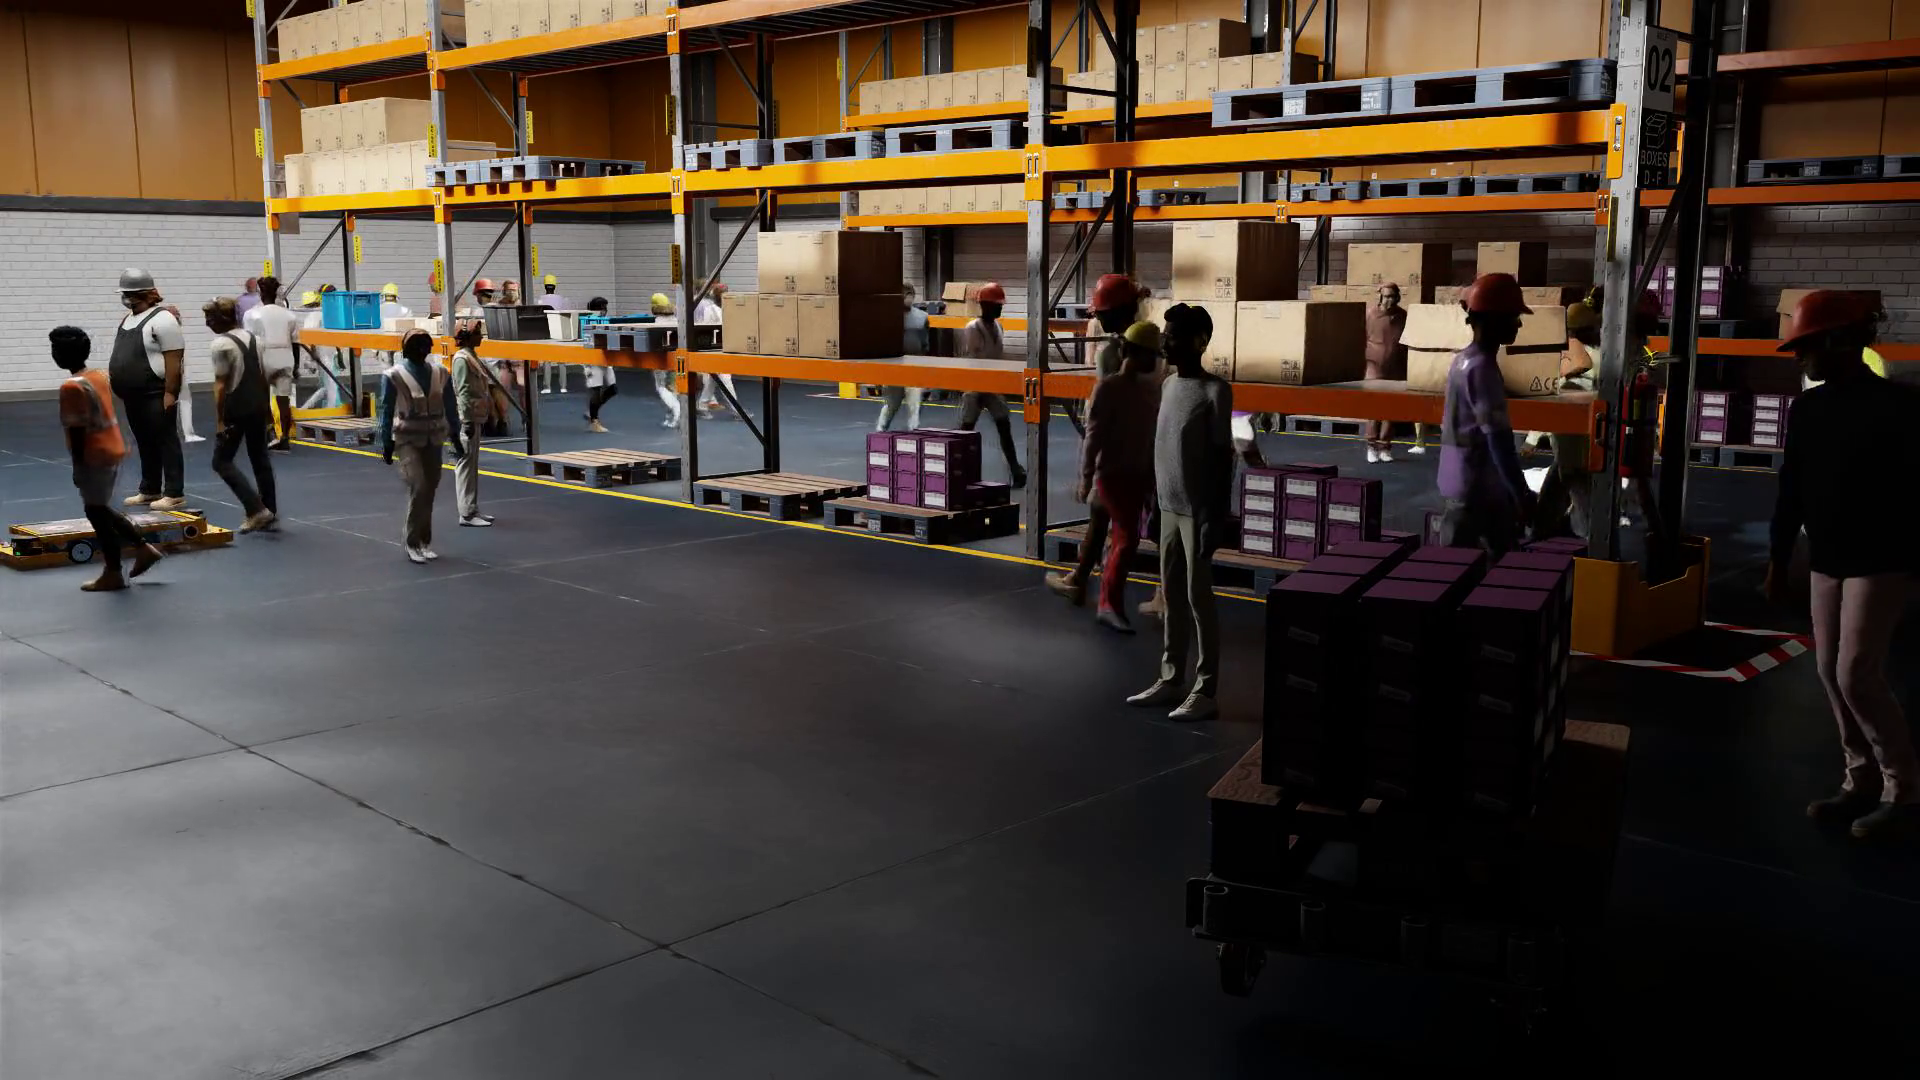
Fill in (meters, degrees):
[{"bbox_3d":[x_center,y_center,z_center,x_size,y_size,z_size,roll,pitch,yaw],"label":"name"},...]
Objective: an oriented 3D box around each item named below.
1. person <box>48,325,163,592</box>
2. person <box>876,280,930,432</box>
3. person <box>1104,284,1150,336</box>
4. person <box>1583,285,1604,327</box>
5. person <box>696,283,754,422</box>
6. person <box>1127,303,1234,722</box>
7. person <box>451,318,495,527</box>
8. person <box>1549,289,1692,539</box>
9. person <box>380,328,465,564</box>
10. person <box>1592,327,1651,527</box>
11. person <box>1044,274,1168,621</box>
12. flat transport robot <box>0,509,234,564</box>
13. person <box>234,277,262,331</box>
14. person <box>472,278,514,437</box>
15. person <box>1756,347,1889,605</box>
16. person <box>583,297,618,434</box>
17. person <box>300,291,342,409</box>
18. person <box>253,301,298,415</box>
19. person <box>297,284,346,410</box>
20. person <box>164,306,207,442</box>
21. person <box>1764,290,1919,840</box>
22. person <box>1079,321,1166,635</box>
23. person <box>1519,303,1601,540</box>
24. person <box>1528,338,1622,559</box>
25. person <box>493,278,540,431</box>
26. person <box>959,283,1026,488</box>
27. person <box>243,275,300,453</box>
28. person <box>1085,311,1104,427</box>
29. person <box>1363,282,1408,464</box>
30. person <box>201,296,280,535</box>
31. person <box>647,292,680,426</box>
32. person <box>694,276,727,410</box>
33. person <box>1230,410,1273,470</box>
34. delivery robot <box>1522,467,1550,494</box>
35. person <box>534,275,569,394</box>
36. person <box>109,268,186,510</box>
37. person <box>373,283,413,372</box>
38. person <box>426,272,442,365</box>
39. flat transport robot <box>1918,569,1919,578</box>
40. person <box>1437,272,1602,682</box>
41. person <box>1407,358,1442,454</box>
[{"bbox_3d":[-5.380,-0.508,10.407,0.447,1.676,0.544,-2,10,-13],"label":"person"},{"bbox_3d":[-0.637,-1.822,17.793,0.635,1.916,0.854,-4,10,-26],"label":"person"},{"bbox_3d":[1.707,-1.700,17.152,0.452,1.873,0.708,8,12,39],"label":"person"},{"bbox_3d":[6.251,-1.589,16.510,0.570,1.853,0.496,-8,12,-40],"label":"person"},{"bbox_3d":[-3.203,-2.496,22.177,0.987,1.838,0.608,4,10,24],"label":"person"},{"bbox_3d":[1.009,-0.124,7.491,0.326,1.874,0.519,-5,11,-28],"label":"person"},{"bbox_3d":[-3.864,-0.929,13.128,0.311,1.642,0.513,-1,9,-9],"label":"person"},{"bbox_3d":[4.774,-0.864,12.032,1.015,1.889,0.543,5,11,28],"label":"person"},{"bbox_3d":[-3.696,-0.646,11.473,0.512,1.619,0.512,8,12,42],"label":"person"},{"bbox_3d":[5.219,-1.070,13.372,0.578,1.857,0.877,1,9,5],"label":"person"},{"bbox_3d":[0.917,-0.546,9.731,0.657,1.977,1.025,-8,12,-39],"label":"person"},{"bbox_3d":[-6.031,-0.036,11.842,0.652,0.197,1.431,9,13,44],"label":"flat transport robot"},{"bbox_3d":[-10.798,-3.099,25.656,0.673,1.887,0.657,0,9,2],"label":"person"},{"bbox_3d":[-5.717,-2.197,20.089,0.667,1.901,0.693,3,10,19],"label":"person"},{"bbox_3d":[5.161,-0.477,9.876,0.735,1.791,0.838,-5,10,-26],"label":"person"},{"bbox_3d":[-4.458,-2.153,20.477,0.397,1.682,0.552,4,10,24],"label":"person"},{"bbox_3d":[-8.414,-2.393,21.840,0.699,1.716,0.560,3,10,16],"label":"person"},{"bbox_3d":[-9.174,-2.521,22.279,0.429,1.844,0.626,8,12,41],"label":"person"},{"bbox_3d":[-8.059,-2.295,20.918,0.730,1.837,0.531,1,9,4],"label":"person"},{"bbox_3d":[-9.187,-1.905,19.239,0.504,1.607,0.746,6,11,34],"label":"person"},{"bbox_3d":[3.193,0.084,5.975,0.555,1.947,0.642,-1,9,-9],"label":"person"},{"bbox_3d":[0.951,-0.337,9.215,0.563,1.725,0.560,-8,12,-41],"label":"person"},{"bbox_3d":[4.116,-0.710,11.324,0.604,1.780,0.918,-6,11,-33],"label":"person"},{"bbox_3d":[3.927,-0.498,10.676,0.507,1.581,0.889,-7,11,-35],"label":"person"},{"bbox_3d":[-5.527,-2.276,20.586,0.651,1.904,0.403,-3,10,-17],"label":"person"},{"bbox_3d":[0.266,-1.405,15.299,0.998,1.880,0.567,8,12,42],"label":"person"},{"bbox_3d":[-7.537,-1.913,18.217,0.630,1.944,0.449,-9,13,-43],"label":"person"},{"bbox_3d":[1.754,-2.246,21.208,0.315,1.641,0.514,4,10,23],"label":"person"},{"bbox_3d":[4.467,-1.727,17.297,0.647,1.887,0.657,-1,9,-6],"label":"person"},{"bbox_3d":[-5.405,-0.937,12.645,0.397,1.821,0.691,3,10,19],"label":"person"},{"bbox_3d":[-3.705,-2.277,21.127,0.590,1.726,0.506,9,13,43],"label":"person"},{"bbox_3d":[-3.726,-2.808,23.819,0.725,1.920,0.629,2,9,10],"label":"person"},{"bbox_3d":[2.232,-1.029,13.048,1.033,1.888,0.556,7,11,35],"label":"person"},{"bbox_3d":[4.787,-0.427,13.090,0.707,0.478,0.477,9,13,42],"label":"delivery robot"},{"bbox_3d":[-6.619,-3.329,26.969,0.590,1.927,0.367,-4,10,-23],"label":"person"},{"bbox_3d":[-6.867,-1.270,14.002,0.688,2.000,0.536,6,11,34],"label":"person"},{"bbox_3d":[-8.117,-2.768,23.890,0.610,1.817,0.437,0,9,-2],"label":"person"},{"bbox_3d":[-7.922,-3.128,25.569,0.496,1.979,0.646,2,9,11],"label":"person"},{"bbox_3d":[6.424,0.049,11.325,0.652,0.197,1.431,9,13,44],"label":"flat transport robot"},{"bbox_3d":[2.587,-0.242,7.848,0.983,1.998,0.619,3,10,18],"label":"person"},{"bbox_3d":[5.105,-1.713,18.023,0.552,1.608,0.585,-4,10,-24],"label":"person"}]
